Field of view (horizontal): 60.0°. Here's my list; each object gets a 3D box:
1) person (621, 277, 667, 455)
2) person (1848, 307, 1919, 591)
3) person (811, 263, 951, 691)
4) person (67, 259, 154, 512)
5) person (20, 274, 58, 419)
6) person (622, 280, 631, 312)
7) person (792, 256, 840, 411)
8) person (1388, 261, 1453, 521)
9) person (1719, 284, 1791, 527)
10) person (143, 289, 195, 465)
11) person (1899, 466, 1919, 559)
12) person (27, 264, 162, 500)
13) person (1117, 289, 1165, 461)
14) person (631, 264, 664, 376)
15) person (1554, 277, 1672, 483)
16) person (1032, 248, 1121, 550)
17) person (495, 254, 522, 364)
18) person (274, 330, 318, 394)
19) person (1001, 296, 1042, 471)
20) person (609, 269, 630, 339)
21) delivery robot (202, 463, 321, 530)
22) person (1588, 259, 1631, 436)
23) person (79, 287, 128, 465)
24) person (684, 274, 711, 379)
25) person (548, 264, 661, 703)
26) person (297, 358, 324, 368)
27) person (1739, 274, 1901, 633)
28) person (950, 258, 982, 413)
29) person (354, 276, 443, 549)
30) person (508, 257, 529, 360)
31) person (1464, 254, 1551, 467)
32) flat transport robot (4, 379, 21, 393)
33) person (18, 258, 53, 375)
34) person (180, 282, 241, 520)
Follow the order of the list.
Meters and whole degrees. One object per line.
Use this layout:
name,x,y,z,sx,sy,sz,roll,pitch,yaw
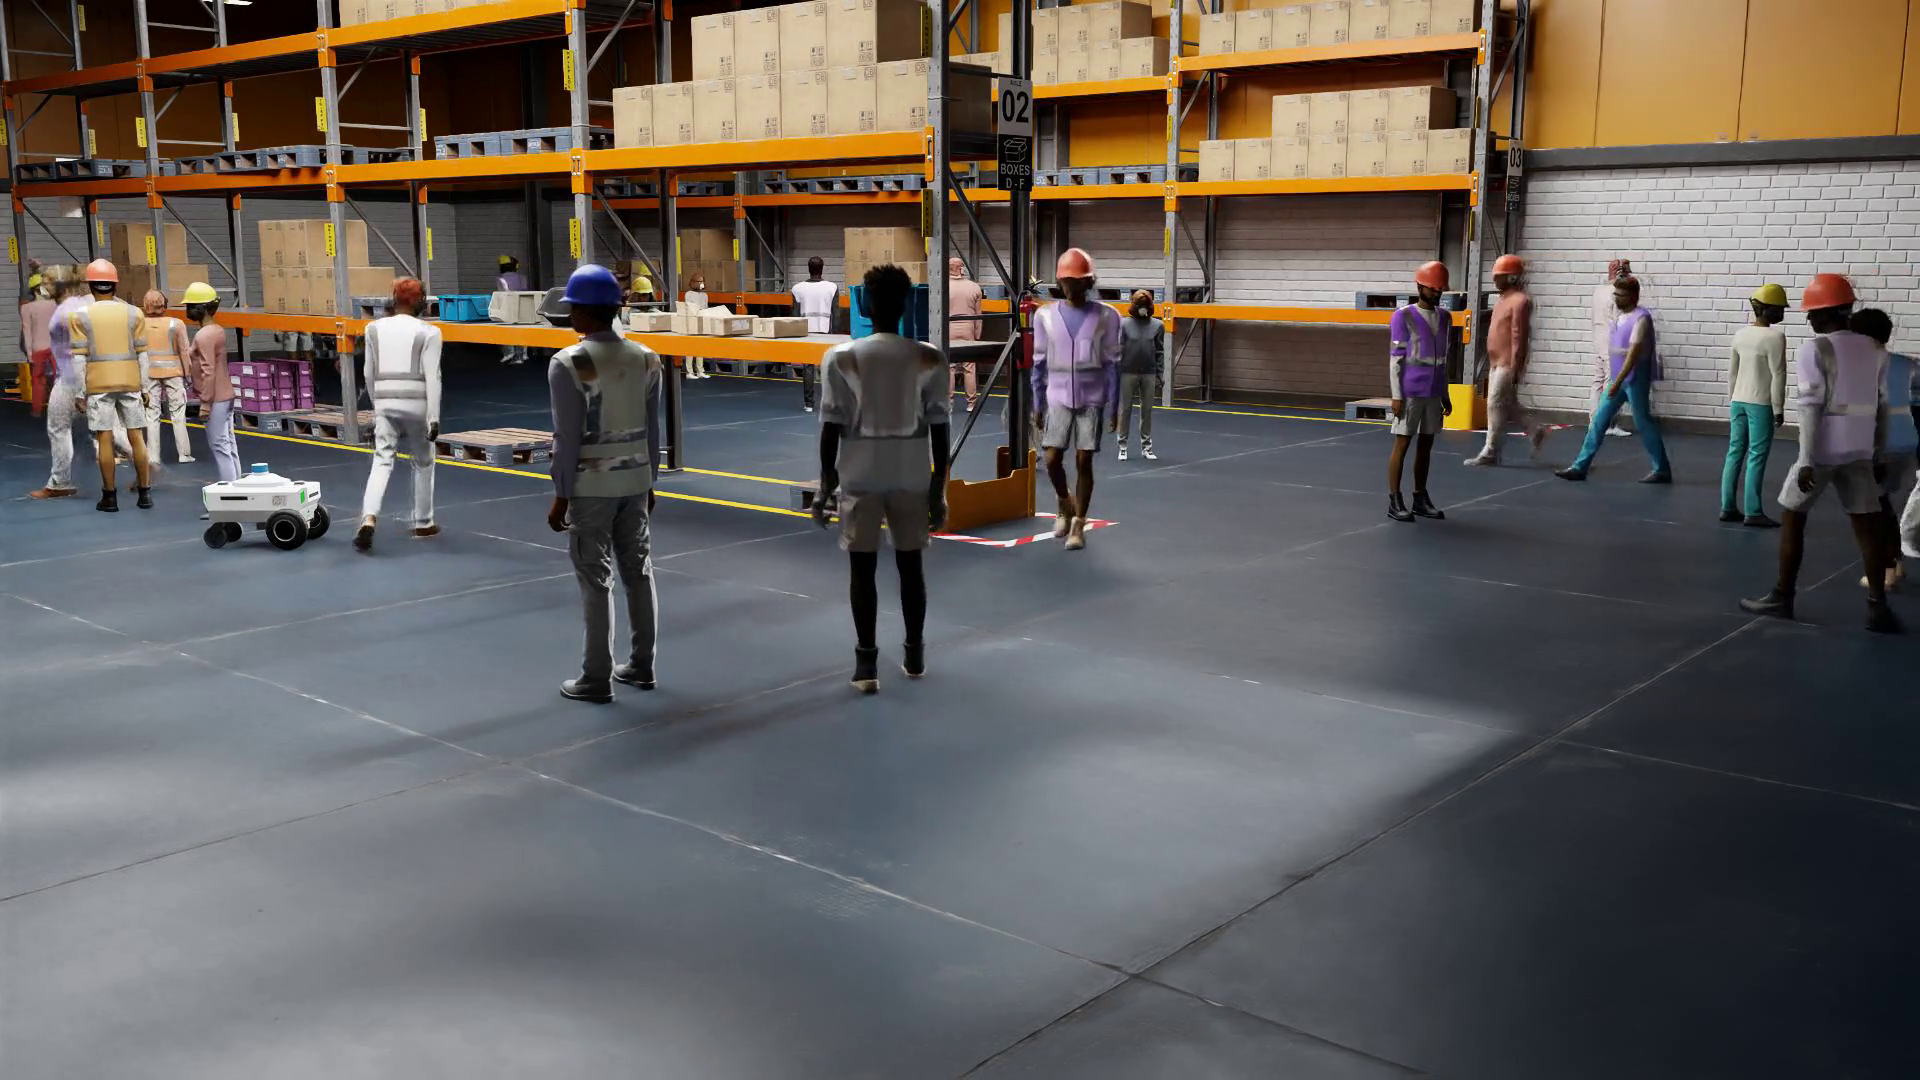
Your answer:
person,-3.070,-1.682,16.202,0.493,1.743,0.311,-7,12,-35
person,5.469,-0.539,9.882,0.549,1.661,0.489,-3,10,-16
person,-0.356,-0.290,7.678,0.634,1.967,0.415,-2,10,-11
person,-6.533,-1.183,12.808,0.545,1.939,0.373,-7,12,-36
person,-10.721,-2.253,19.537,0.920,1.725,0.537,8,12,37
person,-3.950,-2.238,19.529,0.323,1.686,0.531,5,11,27
person,-1.780,-2.546,20.623,0.589,1.920,0.398,0,10,2
person,3.444,-1.101,12.374,0.542,1.928,0.376,-5,11,-25
person,5.839,-0.983,12.164,0.327,1.765,0.529,-2,10,-13
person,-7.455,-1.518,15.552,0.513,1.645,0.307,-3,10,-15
person,6.370,-0.624,10.605,0.518,1.596,0.832,-1,10,-6
person,-7.069,-1.282,13.489,0.939,1.908,0.623,-4,11,-22
person,1.711,-1.572,15.891,0.498,1.633,0.286,-2,10,-9
person,-4.887,-3.473,26.268,0.611,1.790,0.654,3,10,18
person,5.722,-1.364,14.313,0.972,1.780,0.553,-1,10,-7
person,0.780,-0.939,11.191,0.606,2.028,0.464,2,10,13
person,-7.856,-4.005,28.974,0.467,1.910,0.609,8,13,37
person,-9.076,-2.904,22.695,0.517,1.921,0.599,9,14,43
person,0.552,-1.411,15.000,0.374,1.626,0.543,1,10,5
person,-2.562,-1.059,12.297,0.323,1.870,0.518,0,10,-1
delivery robot,-4.757,-0.279,11.333,0.707,0.478,0.477,0,10,-1
person,7.077,-2.078,17.993,0.407,1.906,0.654,-1,10,-4
person,-7.976,-1.627,15.615,0.429,1.844,0.627,3,10,15
person,-4.081,-3.316,25.852,0.271,1.629,0.501,7,12,34
person,-1.594,-0.248,7.455,0.391,1.946,0.616,7,12,35
person,-10.850,-3.604,27.600,0.512,1.577,0.799,6,12,32
person,4.736,-0.466,8.917,0.609,1.892,0.697,-2,10,-11
person,-0.045,-2.498,20.407,0.636,1.903,0.405,-3,10,-14
person,-3.828,-0.860,11.286,0.595,1.846,0.892,1,10,5
person,-8.064,-4.182,30.101,0.533,1.862,0.310,-4,11,-20
person,5.101,-1.649,15.367,0.753,1.970,0.629,0,10,0
flat transport robot,-12.607,-2.210,23.401,1.431,0.197,0.652,-5,11,-25
person,-13.488,-3.161,24.260,0.694,1.885,0.425,8,13,40
person,-5.606,-1.035,12.453,0.329,1.769,0.526,-2,10,-12
